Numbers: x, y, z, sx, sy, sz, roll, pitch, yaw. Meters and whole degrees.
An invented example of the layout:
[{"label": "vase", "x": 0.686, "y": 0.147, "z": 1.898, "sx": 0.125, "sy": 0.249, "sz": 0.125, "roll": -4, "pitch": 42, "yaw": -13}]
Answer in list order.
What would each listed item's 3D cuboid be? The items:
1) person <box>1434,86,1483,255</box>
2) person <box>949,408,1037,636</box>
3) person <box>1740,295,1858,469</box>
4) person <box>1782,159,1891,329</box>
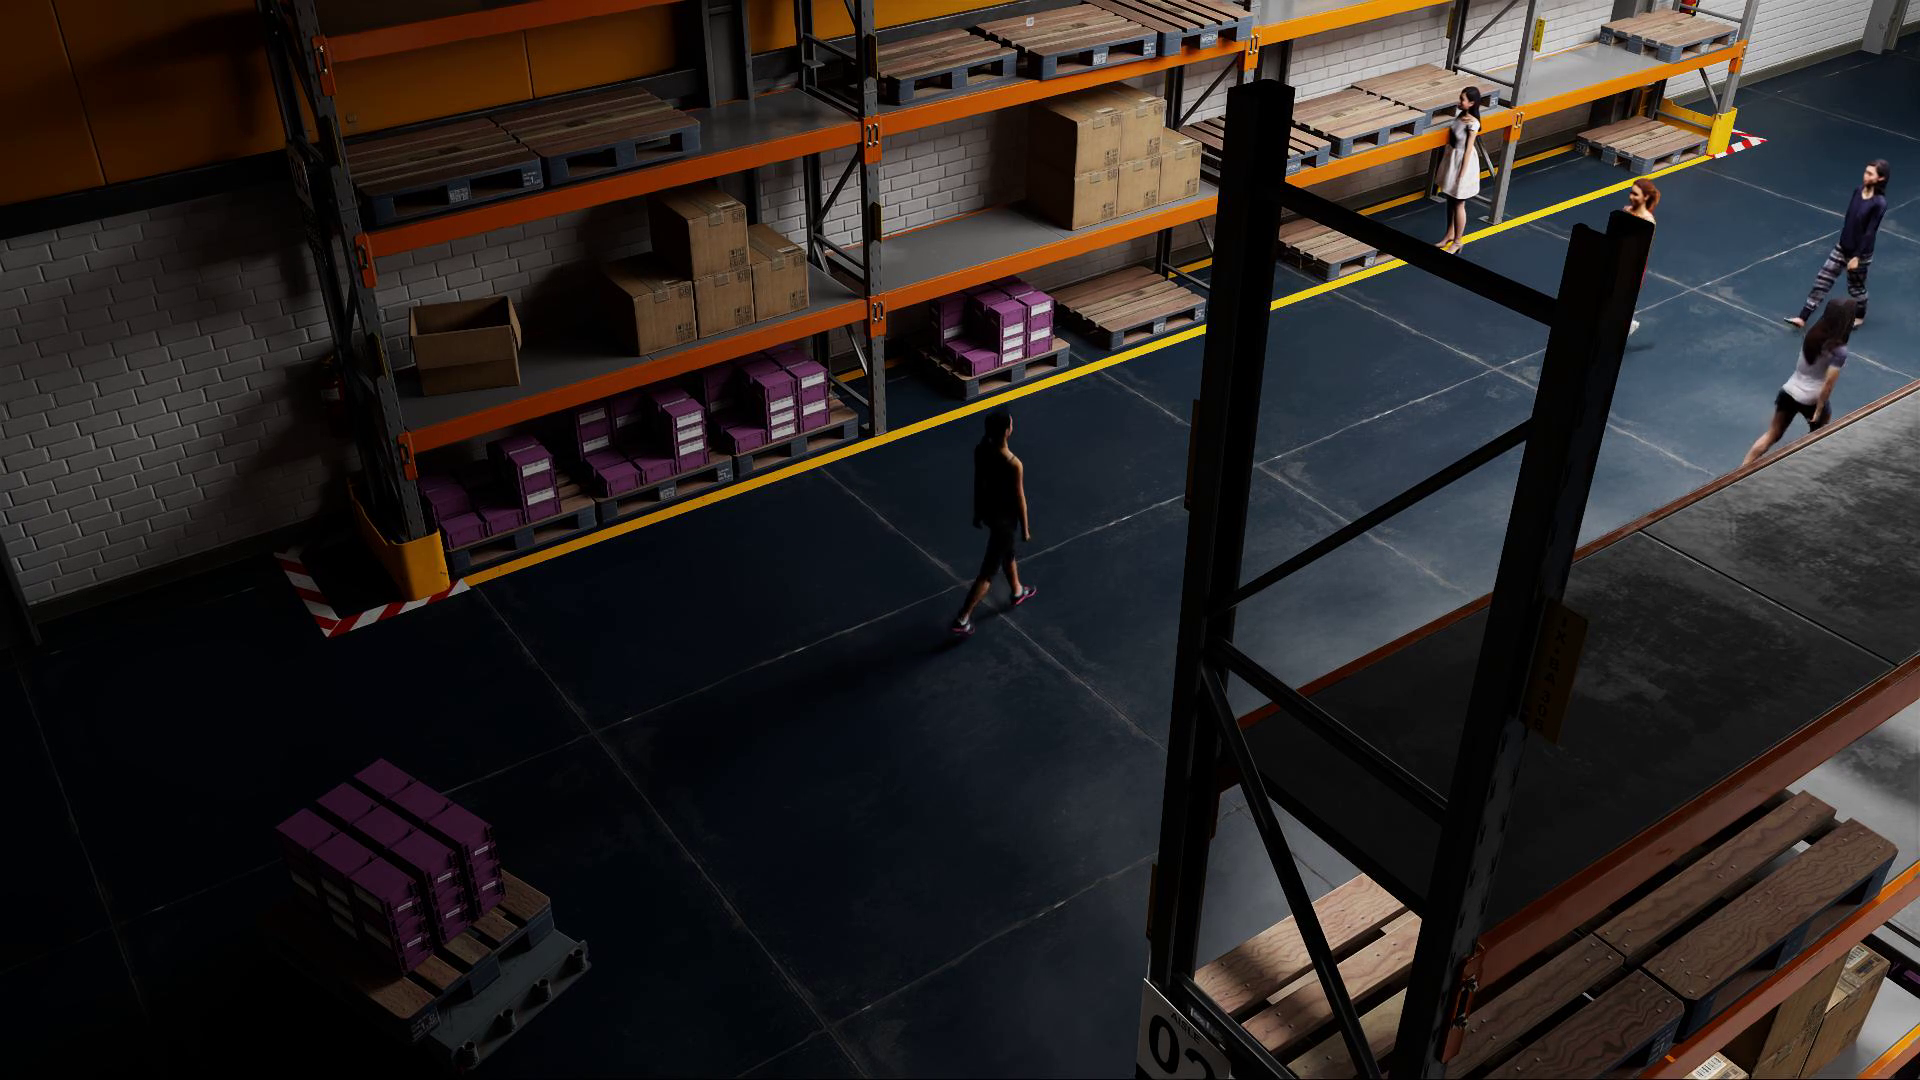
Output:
[{"label": "person", "x": 5.117, "y": -3.782, "z": 17.054, "sx": 0.805, "sy": 1.769, "sz": 0.778, "roll": -2, "pitch": 34, "yaw": -3}, {"label": "person", "x": 0.210, "y": -0.089, "z": 11.574, "sx": 1.165, "sy": 1.687, "sz": 0.716, "roll": -29, "pitch": 43, "yaw": -36}, {"label": "person", "x": 6.594, "y": -1.102, "z": 13.122, "sx": 1.196, "sy": 1.660, "sz": 0.828, "roll": -8, "pitch": 34, "yaw": -12}, {"label": "person", "x": 8.428, "y": -2.716, "z": 15.528, "sx": 1.177, "sy": 1.684, "sz": 0.932, "roll": -6, "pitch": 34, "yaw": -9}]
